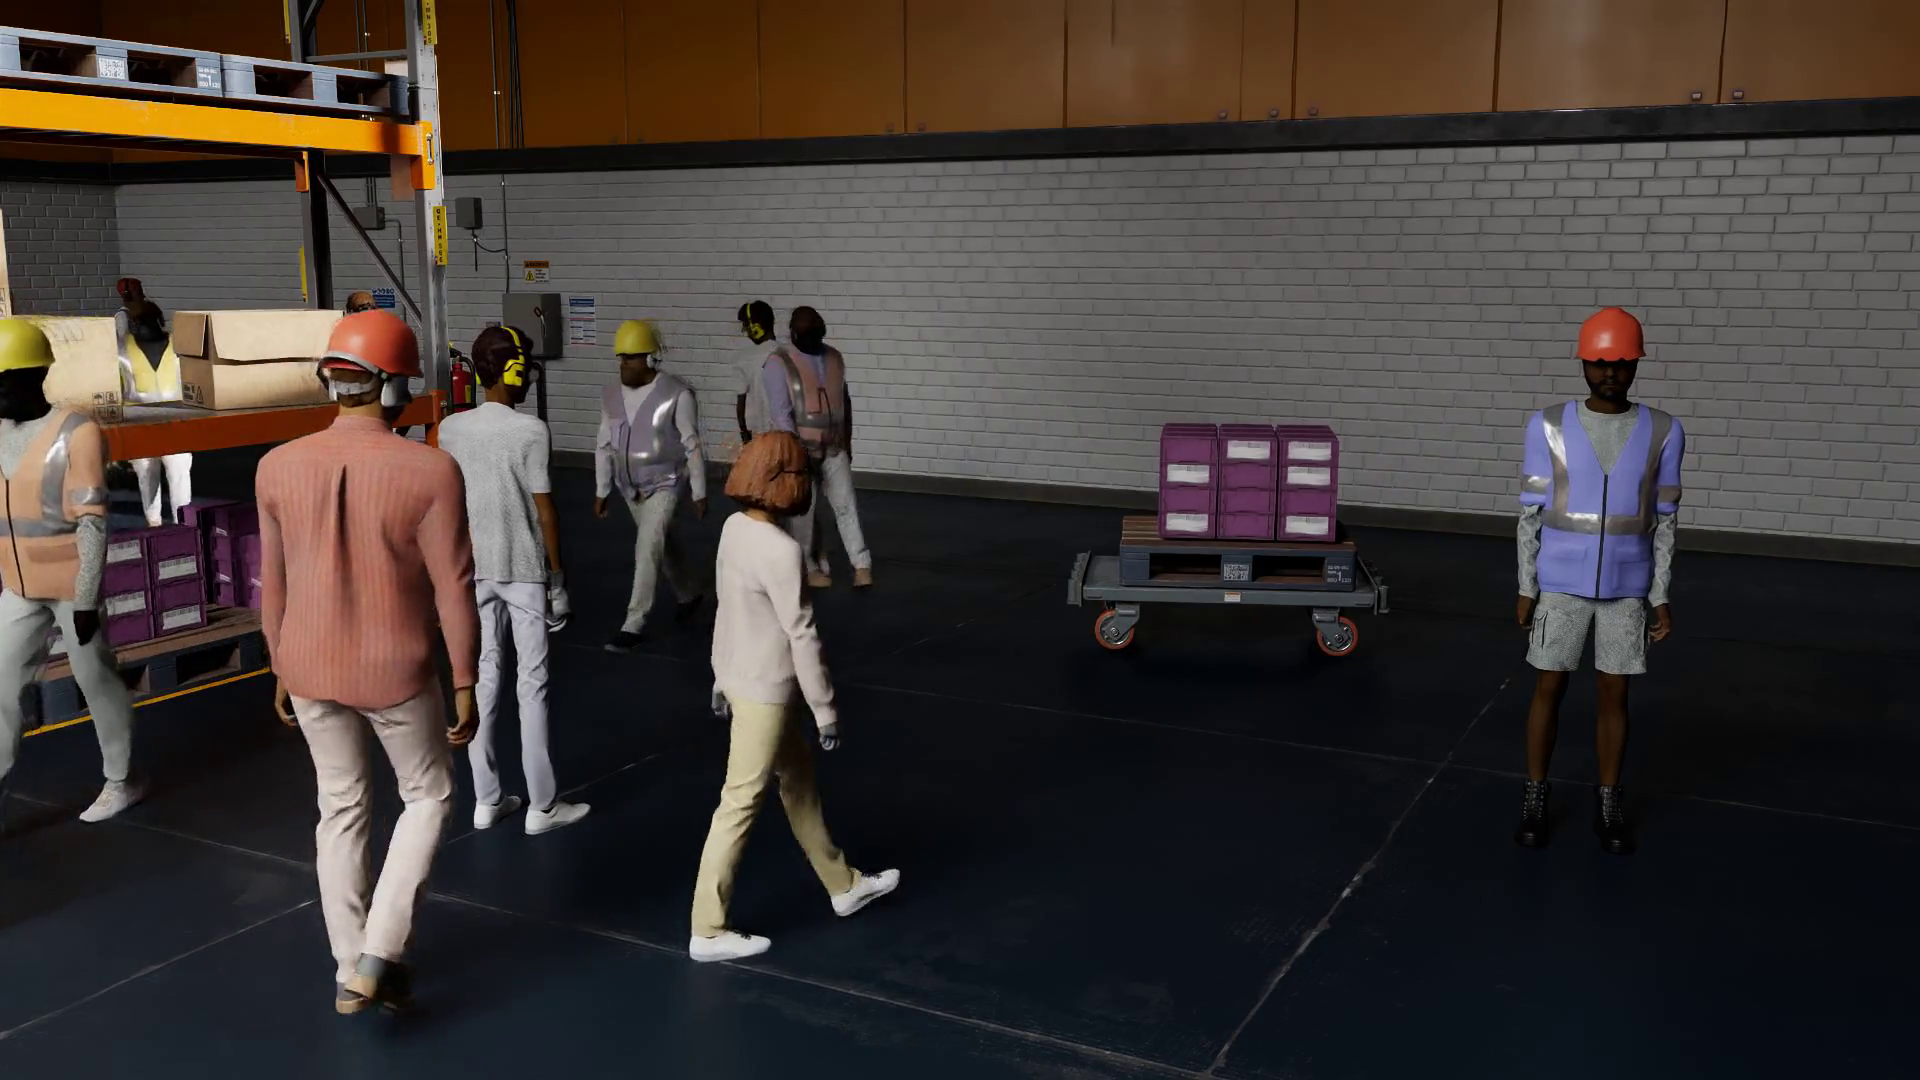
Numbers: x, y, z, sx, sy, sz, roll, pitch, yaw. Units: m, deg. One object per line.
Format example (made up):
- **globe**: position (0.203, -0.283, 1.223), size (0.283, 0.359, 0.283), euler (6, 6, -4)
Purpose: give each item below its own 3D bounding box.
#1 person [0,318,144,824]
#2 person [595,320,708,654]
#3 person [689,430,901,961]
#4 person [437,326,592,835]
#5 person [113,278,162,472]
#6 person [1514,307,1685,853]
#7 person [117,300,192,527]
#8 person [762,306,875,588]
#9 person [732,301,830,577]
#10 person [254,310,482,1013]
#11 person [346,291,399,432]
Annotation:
- **person**: position (-3.353, 0.165, 5.962), size (0.614, 1.887, 0.875), euler (3, 10, 18)
- **person**: position (-1.676, -0.328, 9.149), size (0.601, 1.776, 0.984), euler (5, 11, 27)
- **person**: position (-0.481, 0.464, 5.039), size (0.804, 1.594, 0.531), euler (-4, 11, -24)
- **person**: position (-1.650, 0.152, 6.112), size (0.518, 1.865, 0.326), euler (4, 11, 21)
- **person**: position (-8.054, -1.607, 16.233), size (0.357, 1.883, 0.573), euler (-3, 10, -18)
- **person**: position (2.254, 0.150, 5.901), size (0.543, 1.939, 0.359), euler (2, 10, 14)
- **person**: position (-5.888, -0.859, 12.205), size (0.627, 1.801, 0.957), euler (-5, 11, -28)
- **person**: position (-0.875, -0.554, 10.403), size (0.674, 1.799, 0.662), euler (-8, 13, -40)
- **person**: position (-1.170, -0.637, 10.823), size (0.593, 1.823, 0.376), euler (-1, 10, -3)
- **person**: position (-1.623, 0.359, 4.592), size (0.657, 1.971, 0.523), euler (1, 10, 5)
- **person**: position (-4.463, -0.946, 12.529), size (0.624, 1.844, 0.430), euler (-9, 13, -43)
